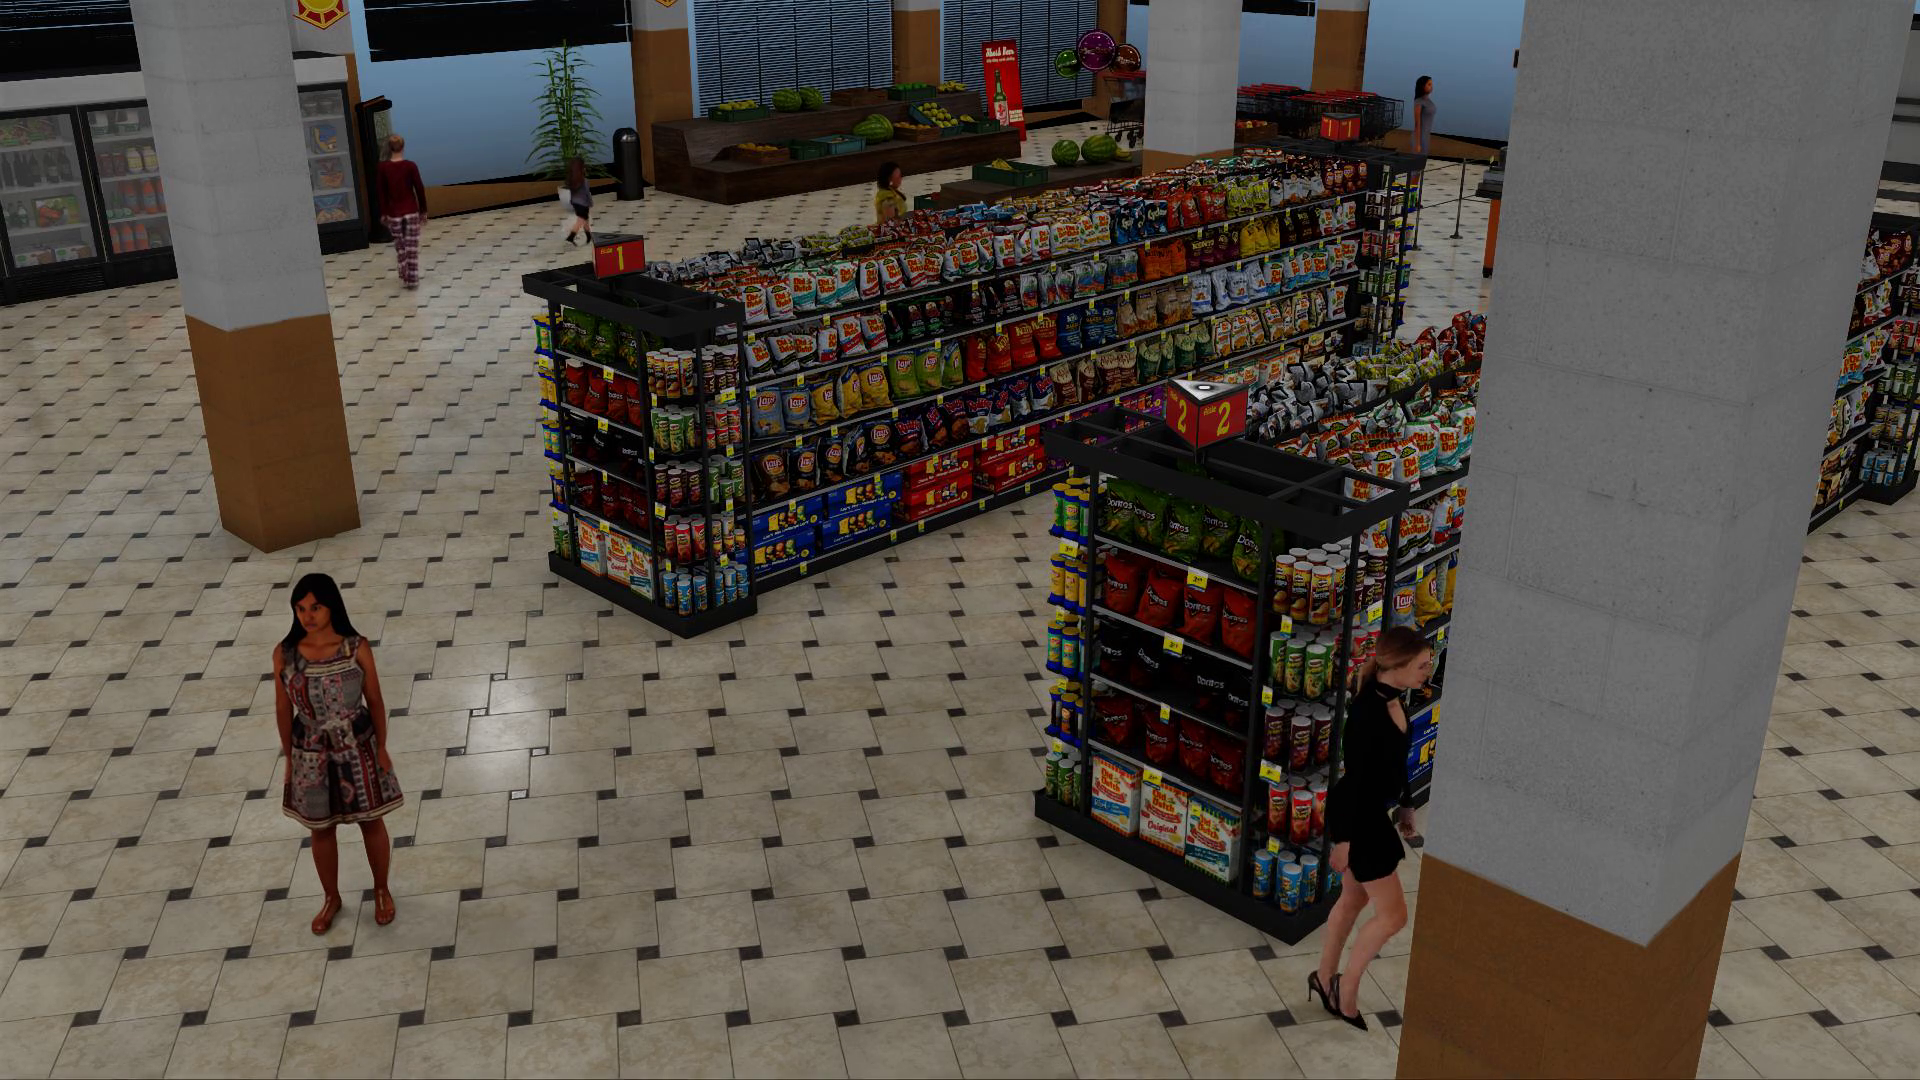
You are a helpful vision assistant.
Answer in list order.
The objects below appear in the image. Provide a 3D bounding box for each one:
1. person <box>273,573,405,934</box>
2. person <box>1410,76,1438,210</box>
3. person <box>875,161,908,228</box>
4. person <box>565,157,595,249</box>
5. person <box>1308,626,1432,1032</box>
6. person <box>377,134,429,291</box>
[{"bbox_3d":[-2.675,0.901,7.152,0.677,1.645,0.787,-4,22,-10],"label":"person"},{"bbox_3d":[6.269,-5.419,22.699,0.683,1.781,0.518,14,26,31],"label":"person"},{"bbox_3d":[-0.804,-2.977,16.841,1.266,1.616,1.217,0,22,1],"label":"person"},{"bbox_3d":[-4.694,-4.123,20.410,0.525,1.081,0.795,17,28,37],"label":"person"},{"bbox_3d":[1.497,1.109,6.490,0.756,1.752,0.654,10,24,24],"label":"person"},{"bbox_3d":[-6.124,-3.576,18.240,0.773,1.685,0.846,-3,22,-8],"label":"person"}]
